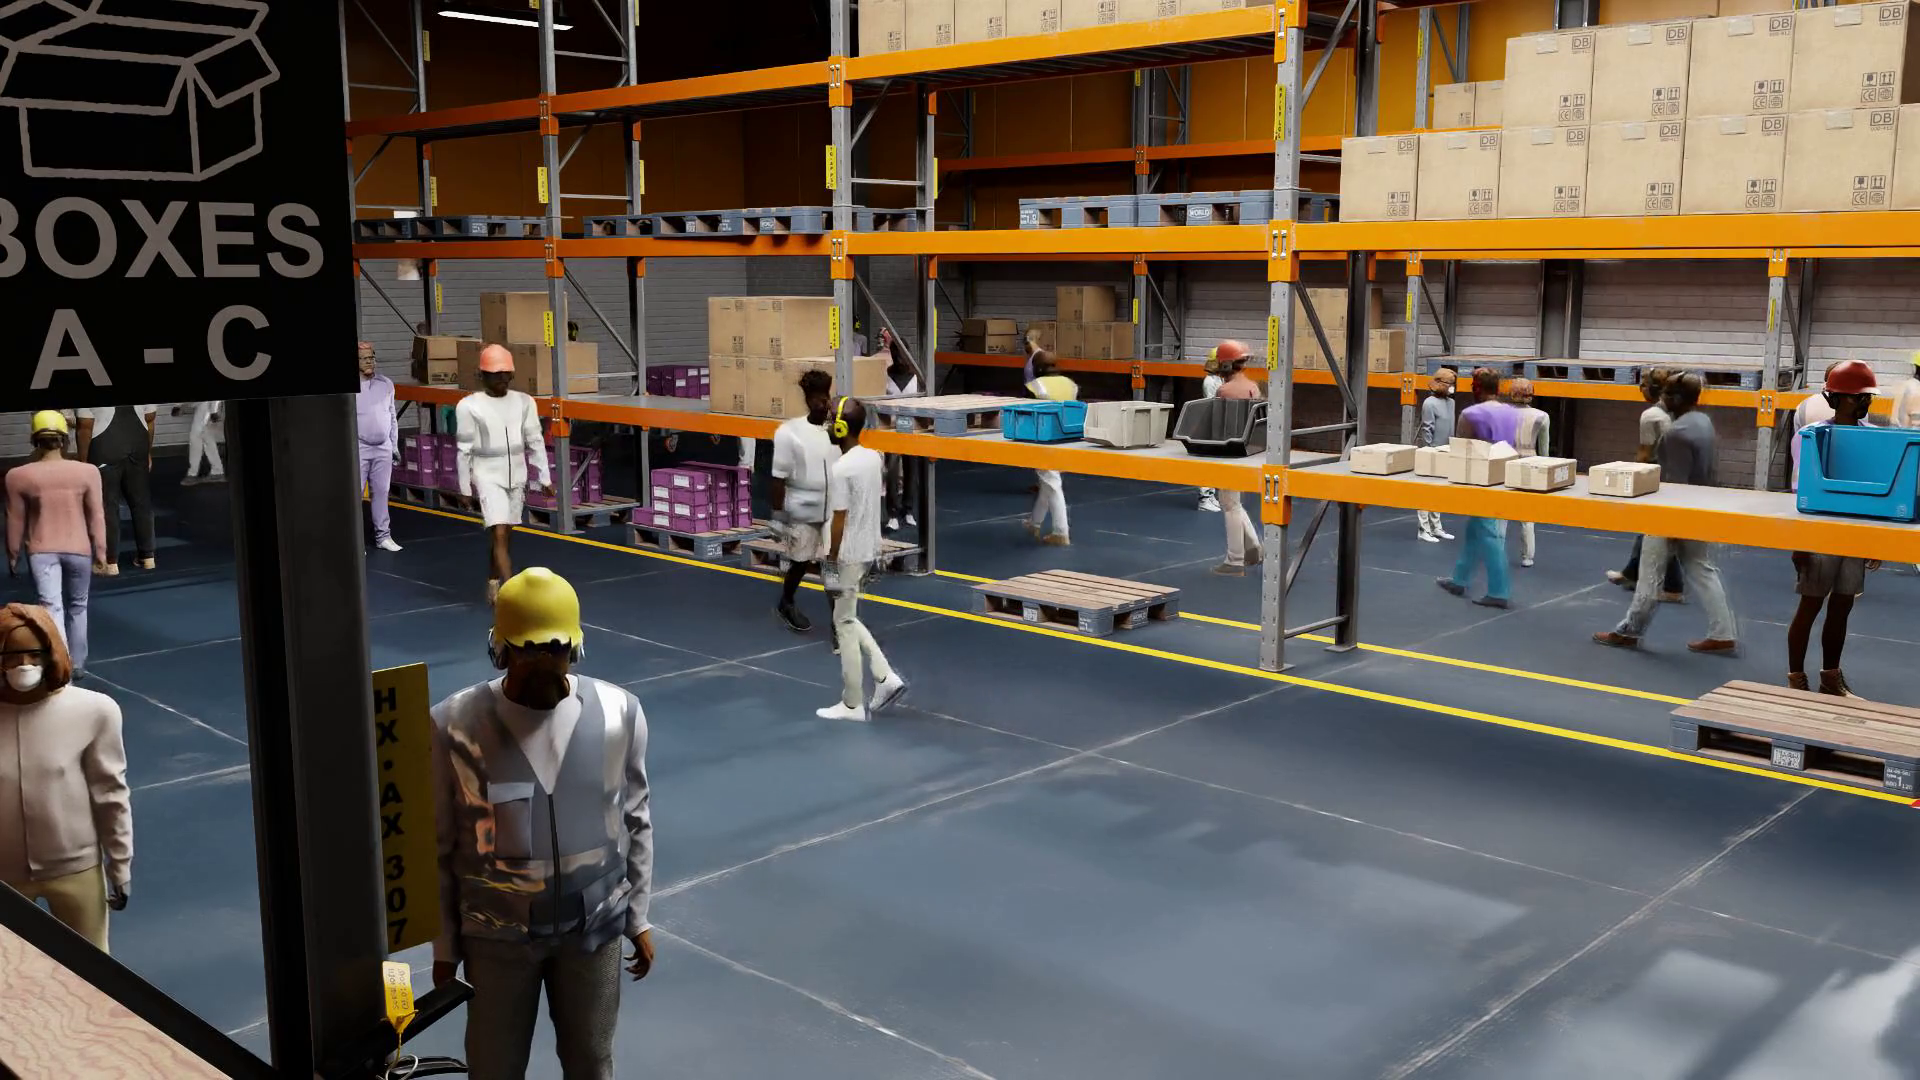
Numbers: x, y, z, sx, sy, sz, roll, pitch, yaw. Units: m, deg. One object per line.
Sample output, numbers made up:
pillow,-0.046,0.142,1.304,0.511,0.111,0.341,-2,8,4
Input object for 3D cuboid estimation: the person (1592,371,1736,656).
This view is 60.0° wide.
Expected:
person,4.776,-0.174,11.064,0.773,1.921,0.649,9,13,43

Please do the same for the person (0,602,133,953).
person,-2.661,0.977,4.808,0.501,1.629,0.284,-4,10,-24

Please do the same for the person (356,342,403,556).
person,-5.312,-0.816,14.931,0.407,1.908,0.641,8,12,39

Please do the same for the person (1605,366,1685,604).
person,5.335,-0.440,12.928,0.540,1.803,0.882,-6,11,-35

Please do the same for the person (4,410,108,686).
person,-5.445,0.071,10.039,0.540,1.726,0.880,-6,11,-33

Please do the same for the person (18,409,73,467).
person,-10.282,-1.431,18.696,0.875,1.904,0.633,-6,11,-34

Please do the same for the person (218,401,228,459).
person,-9.789,-2.065,22.496,0.552,1.934,0.374,-1,9,-9

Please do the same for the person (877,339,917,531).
person,-0.548,-1.026,16.292,0.625,1.868,0.911,-1,9,-4

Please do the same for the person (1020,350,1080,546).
person,0.756,-0.867,15.579,0.654,1.788,0.934,-7,12,-37

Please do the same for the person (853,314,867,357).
person,-1.646,-2.550,25.685,0.532,1.865,0.310,2,10,13

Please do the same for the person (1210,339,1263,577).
person,2.262,-0.675,13.855,0.433,1.980,0.631,6,11,34

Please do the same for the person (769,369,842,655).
person,-1.004,-0.225,11.313,0.667,1.914,0.950,-4,10,-24

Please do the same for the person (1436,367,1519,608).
person,3.916,-0.416,12.756,0.598,1.805,0.877,-7,11,-35

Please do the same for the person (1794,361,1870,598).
person,6.834,-0.472,13.014,0.429,1.845,0.621,-4,10,-24

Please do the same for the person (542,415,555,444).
person,-4.876,-1.555,19.915,0.379,1.748,0.540,-3,10,-20

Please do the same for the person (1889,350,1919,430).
person,8.591,-0.830,15.143,0.774,1.873,0.659,3,10,19

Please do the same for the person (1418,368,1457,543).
person,4.508,-0.798,15.652,0.285,1.632,0.498,9,13,44

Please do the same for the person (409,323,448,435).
person,-6.932,-1.910,21.807,0.629,1.840,1.004,0,9,2

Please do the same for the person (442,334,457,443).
person,-6.324,-1.660,20.539,0.323,1.765,0.532,6,11,33

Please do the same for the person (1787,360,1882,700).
person,5.072,-0.015,9.600,0.607,2.044,0.377,-3,10,-18

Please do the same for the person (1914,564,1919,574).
person,8.133,-0.427,13.437,0.752,1.611,0.514,8,13,42

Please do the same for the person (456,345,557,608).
person,-3.310,-0.425,12.226,0.639,1.993,1.000,-8,12,-41

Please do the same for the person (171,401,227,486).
person,-9.063,-1.580,19.761,0.578,1.852,0.675,-9,13,-43

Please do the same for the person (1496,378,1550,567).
person,4.794,-0.578,14.319,0.508,1.629,0.314,3,10,15

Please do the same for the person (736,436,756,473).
person,-2.732,-1.715,20.659,0.430,1.839,0.619,1,9,8

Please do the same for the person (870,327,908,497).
person,-0.828,-1.436,18.710,0.644,1.913,0.408,-6,11,-33

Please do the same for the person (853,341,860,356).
person,-1.635,-2.073,22.585,0.587,1.922,0.383,-3,10,-16

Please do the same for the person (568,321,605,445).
person,-5.524,-2.223,23.848,1.021,1.817,0.538,-8,12,-41

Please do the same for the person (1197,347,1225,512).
person,2.716,-1.179,17.655,0.318,1.741,0.492,4,10,22

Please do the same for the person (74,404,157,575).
person,-7.156,-0.735,14.019,0.536,2.000,0.677,6,11,33

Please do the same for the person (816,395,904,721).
person,-0.612,0.115,9.353,0.412,1.860,0.542,4,10,22

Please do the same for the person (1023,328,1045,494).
person,0.911,-1.413,18.660,0.404,1.897,0.801,-1,9,-6

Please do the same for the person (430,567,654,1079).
person,-1.055,0.969,4.215,0.588,1.831,0.404,-4,10,-25
